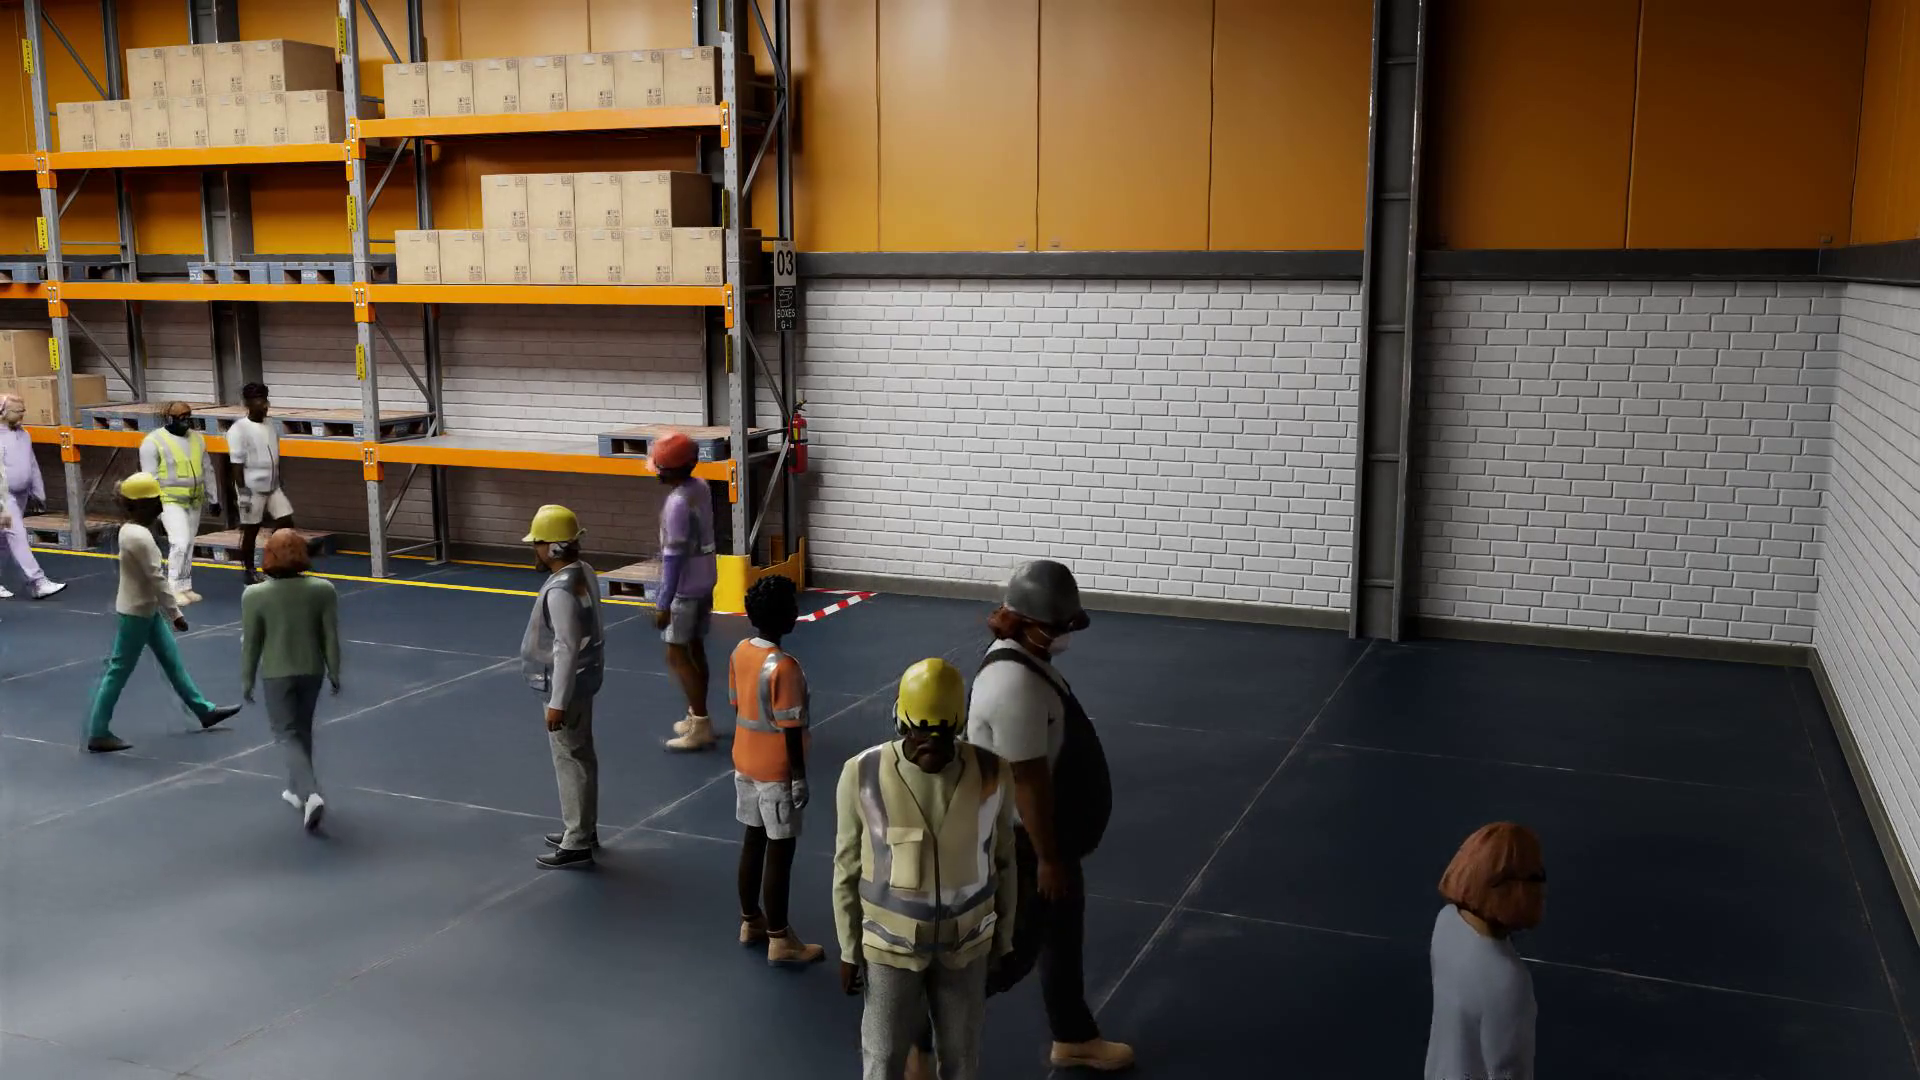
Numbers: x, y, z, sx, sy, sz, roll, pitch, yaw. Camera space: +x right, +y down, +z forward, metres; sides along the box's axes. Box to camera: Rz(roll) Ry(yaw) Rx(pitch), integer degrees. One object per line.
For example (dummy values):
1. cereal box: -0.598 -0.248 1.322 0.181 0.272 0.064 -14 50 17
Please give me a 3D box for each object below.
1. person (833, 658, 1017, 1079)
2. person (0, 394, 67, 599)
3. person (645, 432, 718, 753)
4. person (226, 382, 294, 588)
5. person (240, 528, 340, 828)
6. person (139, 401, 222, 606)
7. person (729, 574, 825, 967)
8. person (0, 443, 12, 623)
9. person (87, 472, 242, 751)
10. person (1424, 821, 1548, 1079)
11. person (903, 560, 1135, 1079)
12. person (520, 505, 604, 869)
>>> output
1. person: -0.101 1.253 5.208 0.588 1.823 0.403 -2 10 -11
2. person: -8.468 -0.380 14.989 0.981 1.854 0.655 1 9 5
3. person: -1.680 0.314 10.386 0.416 1.999 0.688 2 10 11
4. person: -6.452 -0.490 15.389 0.575 1.942 0.631 4 10 21
5. person: -3.600 0.734 9.007 0.507 1.602 0.769 -8 12 -40
6. person: -6.892 -0.325 14.768 0.549 1.822 0.648 4 10 22
7. person: -0.806 0.986 7.207 0.315 1.696 0.541 -6 11 -33
8. person: -8.220 -0.213 13.882 0.903 1.888 0.678 5 10 26
9. person: -5.070 0.441 10.442 0.938 1.722 0.528 -5 11 -29
10. person: 1.291 1.507 4.294 0.505 1.621 0.504 -1 9 -5
11. person: 0.174 1.010 6.022 0.886 2.000 0.682 1 9 4
12. person: -1.992 0.728 8.362 0.404 1.828 0.600 -1 9 -4
